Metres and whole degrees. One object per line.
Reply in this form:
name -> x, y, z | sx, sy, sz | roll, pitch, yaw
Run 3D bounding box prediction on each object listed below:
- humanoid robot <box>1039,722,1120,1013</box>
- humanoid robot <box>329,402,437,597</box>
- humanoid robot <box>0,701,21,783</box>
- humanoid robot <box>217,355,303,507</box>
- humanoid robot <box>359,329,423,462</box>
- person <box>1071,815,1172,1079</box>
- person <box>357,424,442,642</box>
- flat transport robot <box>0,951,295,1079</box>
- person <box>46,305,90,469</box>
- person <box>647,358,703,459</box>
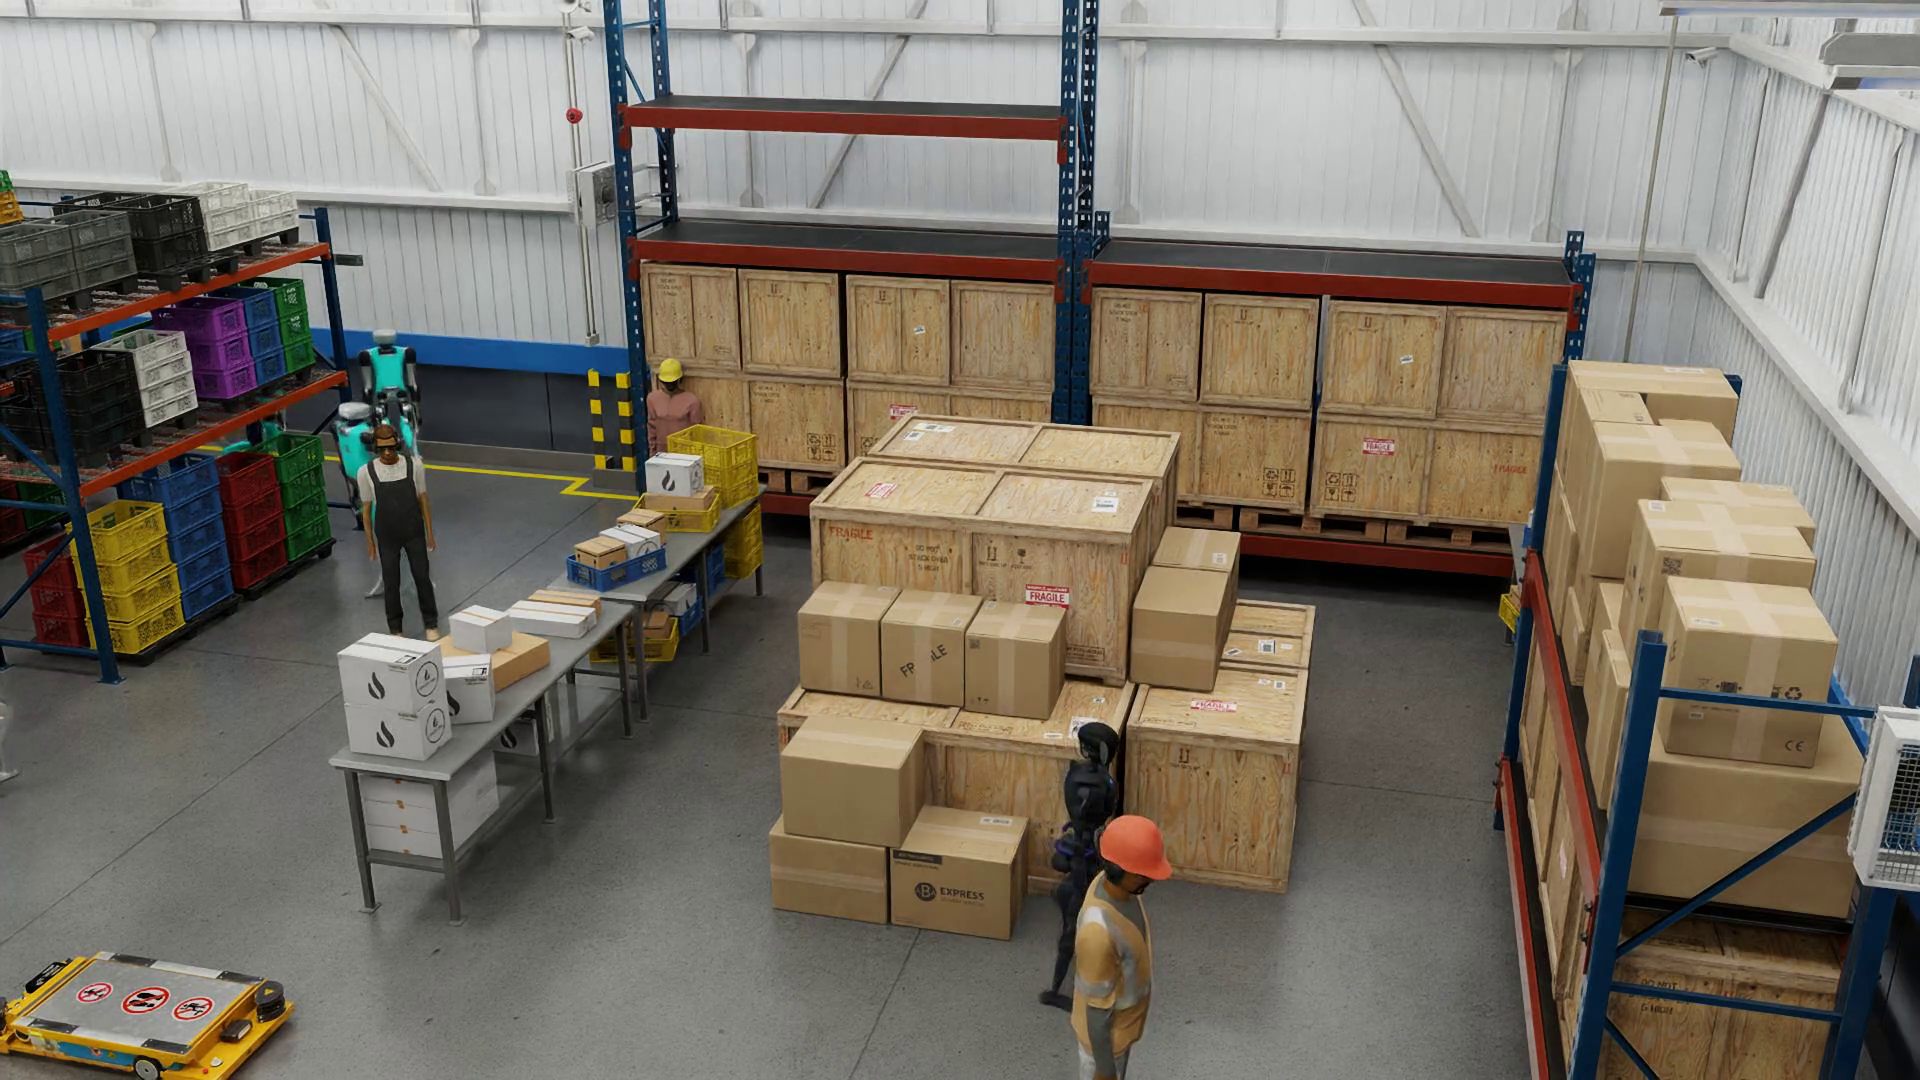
humanoid robot -> 0.675, 1.707, 8.612 | 0.488, 1.639, 0.610 | 6, 22, 15
humanoid robot -> -4.747, -0.311, 13.932 | 0.550, 1.873, 0.815 | 14, 25, 32
humanoid robot -> -6.456, 0.950, 10.562 | 1.025, 1.753, 0.541 | -13, 25, -31
humanoid robot -> -6.740, -1.081, 15.827 | 1.034, 1.728, 0.532 | 5, 21, 12
humanoid robot -> -5.379, -1.071, 15.860 | 0.545, 1.751, 1.020 | -7, 22, -18
person -> 0.677, 2.081, 7.136 | 0.387, 2.033, 0.604 | 5, 22, 13
person -> -4.361, -0.030, 12.939 | 0.501, 1.836, 0.332 | -9, 23, -23
flat transport robot -> -4.270, 2.464, 8.601 | 1.431, 0.231, 0.659 | 5, 22, 13
person -> -9.176, -1.680, 17.103 | 0.358, 1.939, 0.542 | -1, 21, -2
person -> -2.567, -0.790, 15.029 | 0.522, 1.761, 0.336 | 4, 21, 9
